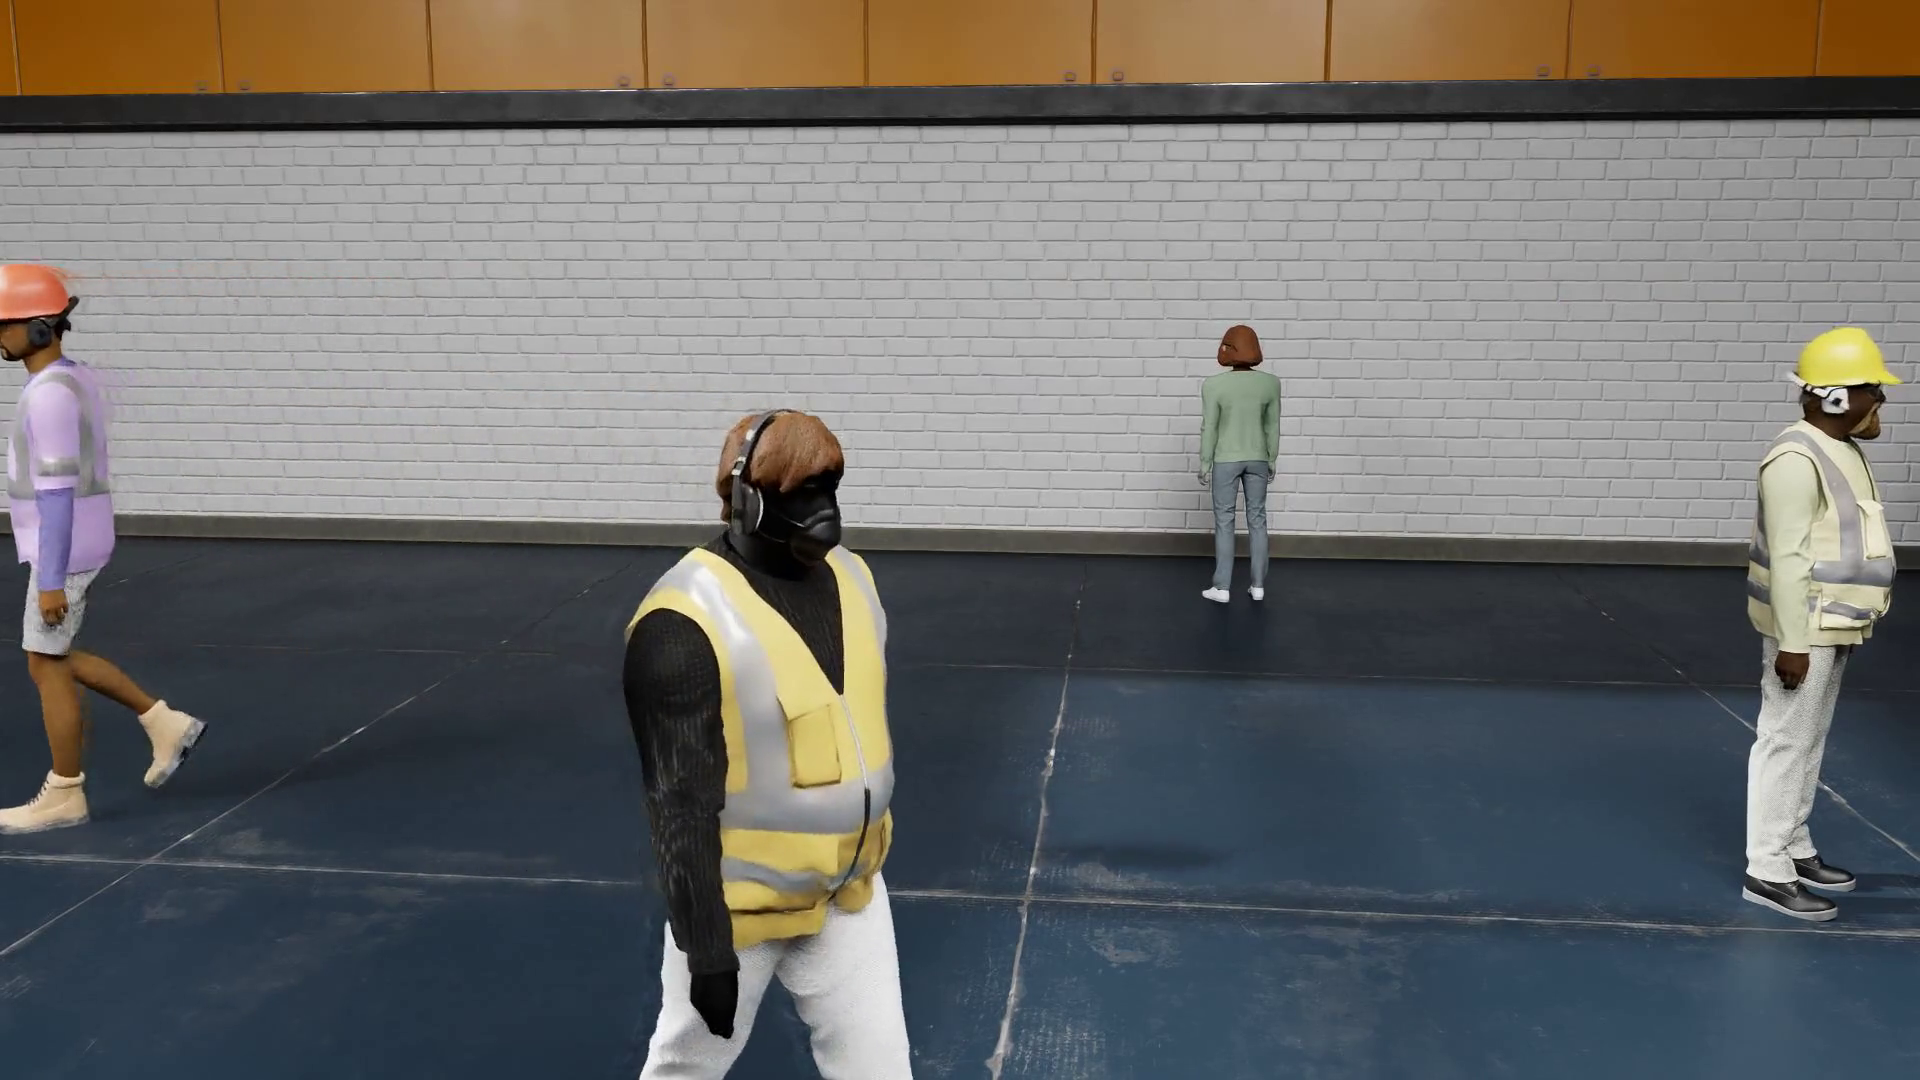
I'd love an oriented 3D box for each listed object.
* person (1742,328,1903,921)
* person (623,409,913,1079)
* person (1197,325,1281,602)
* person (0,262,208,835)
[{"bbox_3d":[2.702,0.256,5.241,0.404,1.833,0.592,8,13,39],"label":"person"},{"bbox_3d":[-0.326,0.649,3.122,0.981,1.788,0.650,7,12,36],"label":"person"},{"bbox_3d":[1.644,-0.445,9.819,0.501,1.636,0.279,-2,10,-13],"label":"person"},{"bbox_3d":[-3.159,0.035,5.932,0.637,2.028,0.634,-4,11,-23],"label":"person"}]
